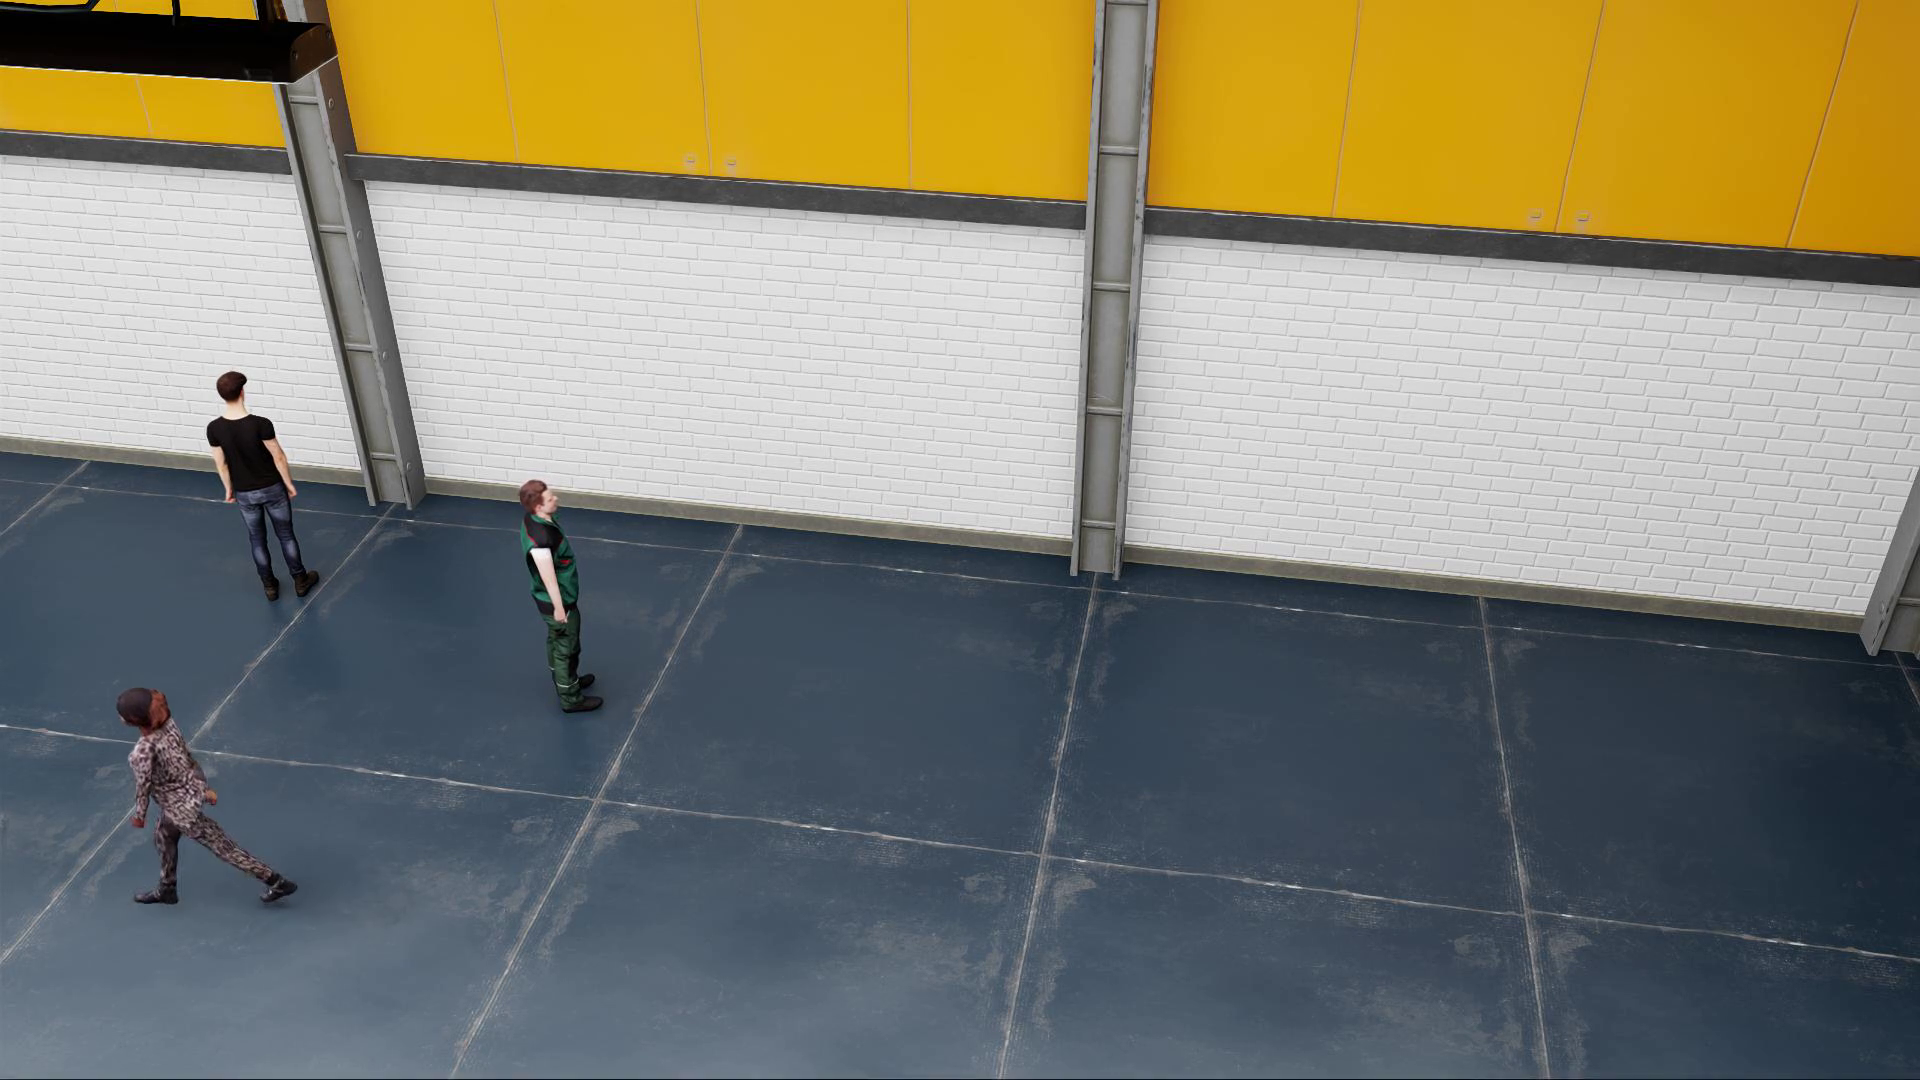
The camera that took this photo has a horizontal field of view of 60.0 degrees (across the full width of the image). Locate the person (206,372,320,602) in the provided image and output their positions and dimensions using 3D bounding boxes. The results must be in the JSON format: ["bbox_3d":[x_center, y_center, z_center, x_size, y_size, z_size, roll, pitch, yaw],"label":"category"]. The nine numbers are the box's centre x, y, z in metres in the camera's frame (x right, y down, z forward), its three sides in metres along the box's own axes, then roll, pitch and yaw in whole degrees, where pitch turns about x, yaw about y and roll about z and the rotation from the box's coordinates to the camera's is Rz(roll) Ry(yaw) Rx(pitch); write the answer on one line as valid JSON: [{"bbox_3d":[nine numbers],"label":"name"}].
[{"bbox_3d":[-5.305,-0.391,12.578,0.640,1.893,0.807,-5,34,-8],"label":"person"}]

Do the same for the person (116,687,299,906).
[{"bbox_3d":[-4.476,1.585,9.809,1.271,1.667,0.803,-2,34,-3],"label":"person"}]

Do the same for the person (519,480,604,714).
[{"bbox_3d":[-2.784,0.373,11.473,0.775,1.843,0.747,-13,36,-19],"label":"person"}]
